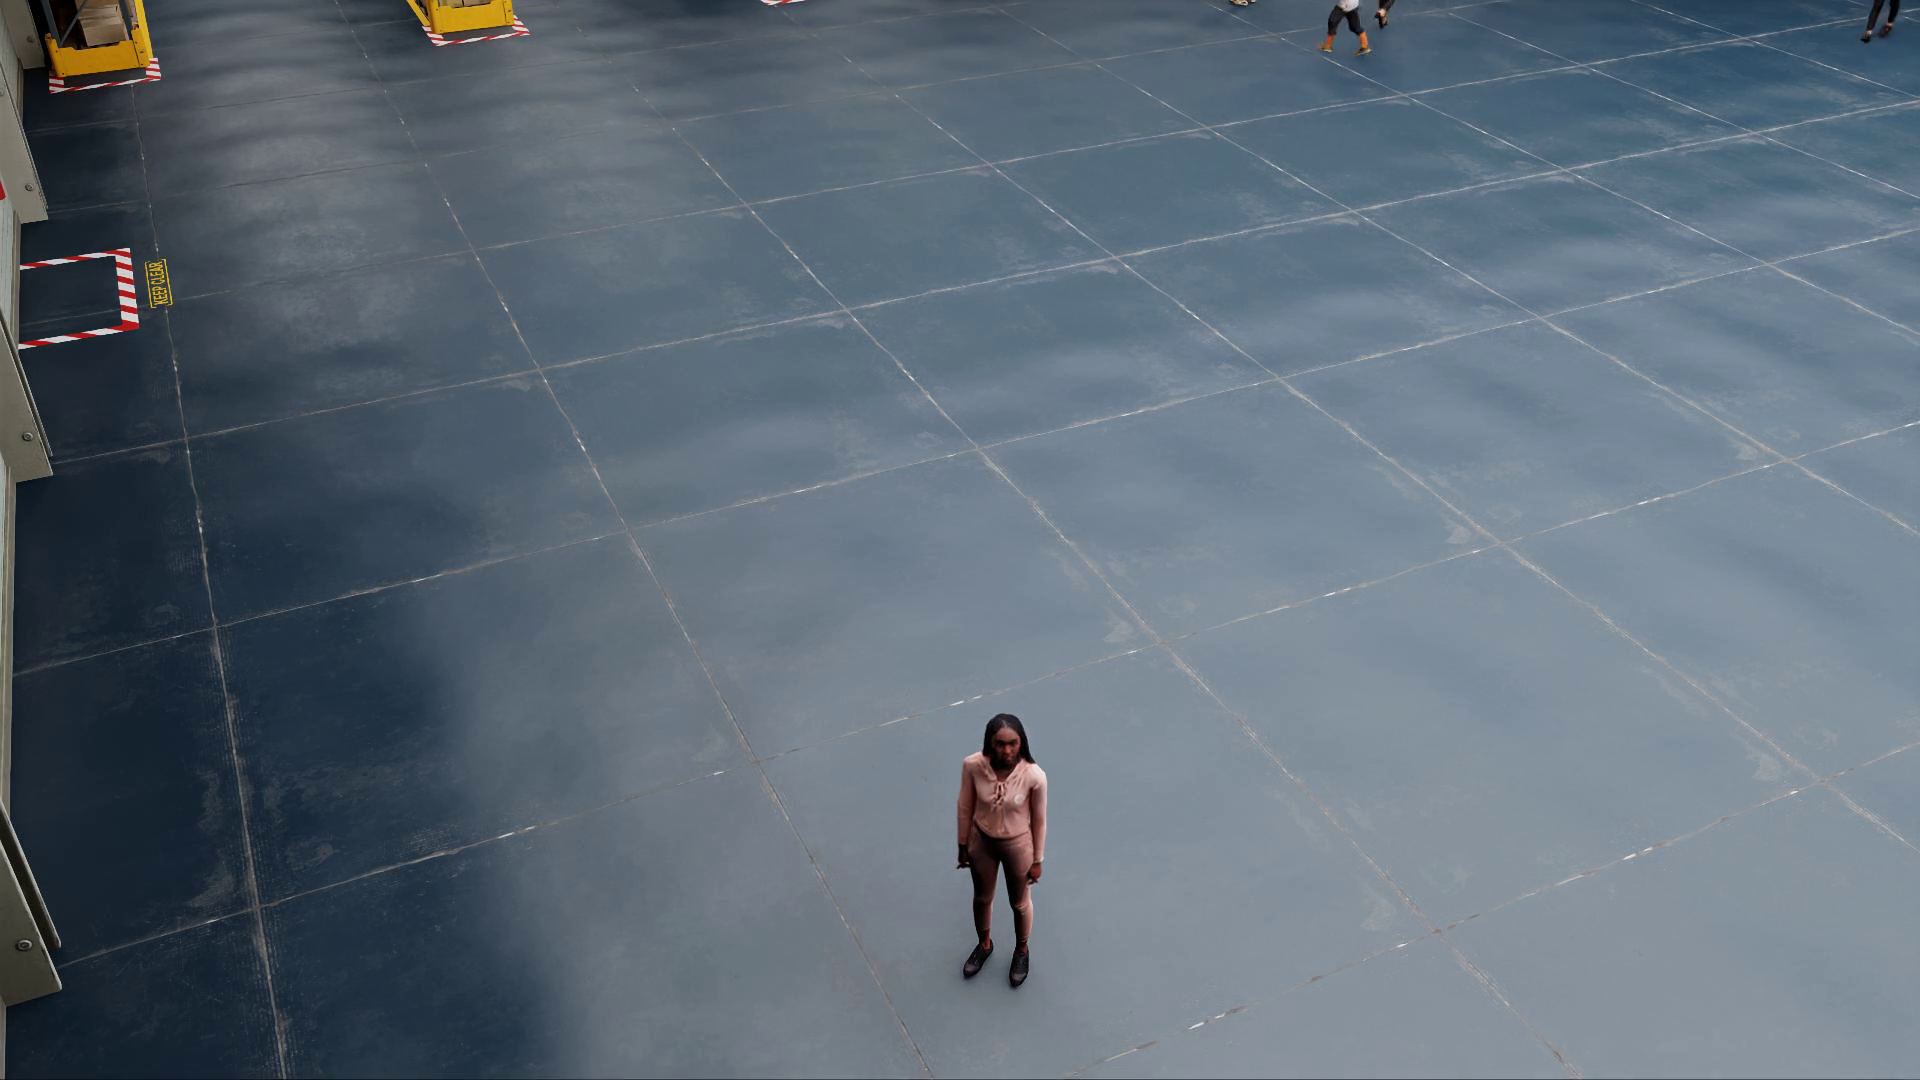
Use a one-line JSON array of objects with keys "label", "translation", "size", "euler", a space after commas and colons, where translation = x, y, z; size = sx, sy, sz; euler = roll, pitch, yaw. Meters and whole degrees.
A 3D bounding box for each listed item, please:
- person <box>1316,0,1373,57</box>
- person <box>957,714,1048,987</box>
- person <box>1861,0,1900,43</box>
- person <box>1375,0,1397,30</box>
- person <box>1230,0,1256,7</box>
[{"label": "person", "translation": [5.399, -7.396, 22.800], "size": [1.100, 1.427, 0.893], "euler": [23, 39, 31]}, {"label": "person", "translation": [0.223, 1.609, 8.686], "size": [0.699, 1.719, 0.746], "euler": [9, 34, 14]}, {"label": "person", "translation": [13.058, -7.802, 23.219], "size": [1.217, 1.651, 0.992], "euler": [27, 41, 34]}, {"label": "person", "translation": [6.089, -8.095, 23.631], "size": [0.867, 1.692, 0.875], "euler": [23, 40, 31]}, {"label": "person", "translation": [4.334, -8.950, 24.839], "size": [0.666, 1.808, 0.691], "euler": [26, 41, 34]}]
